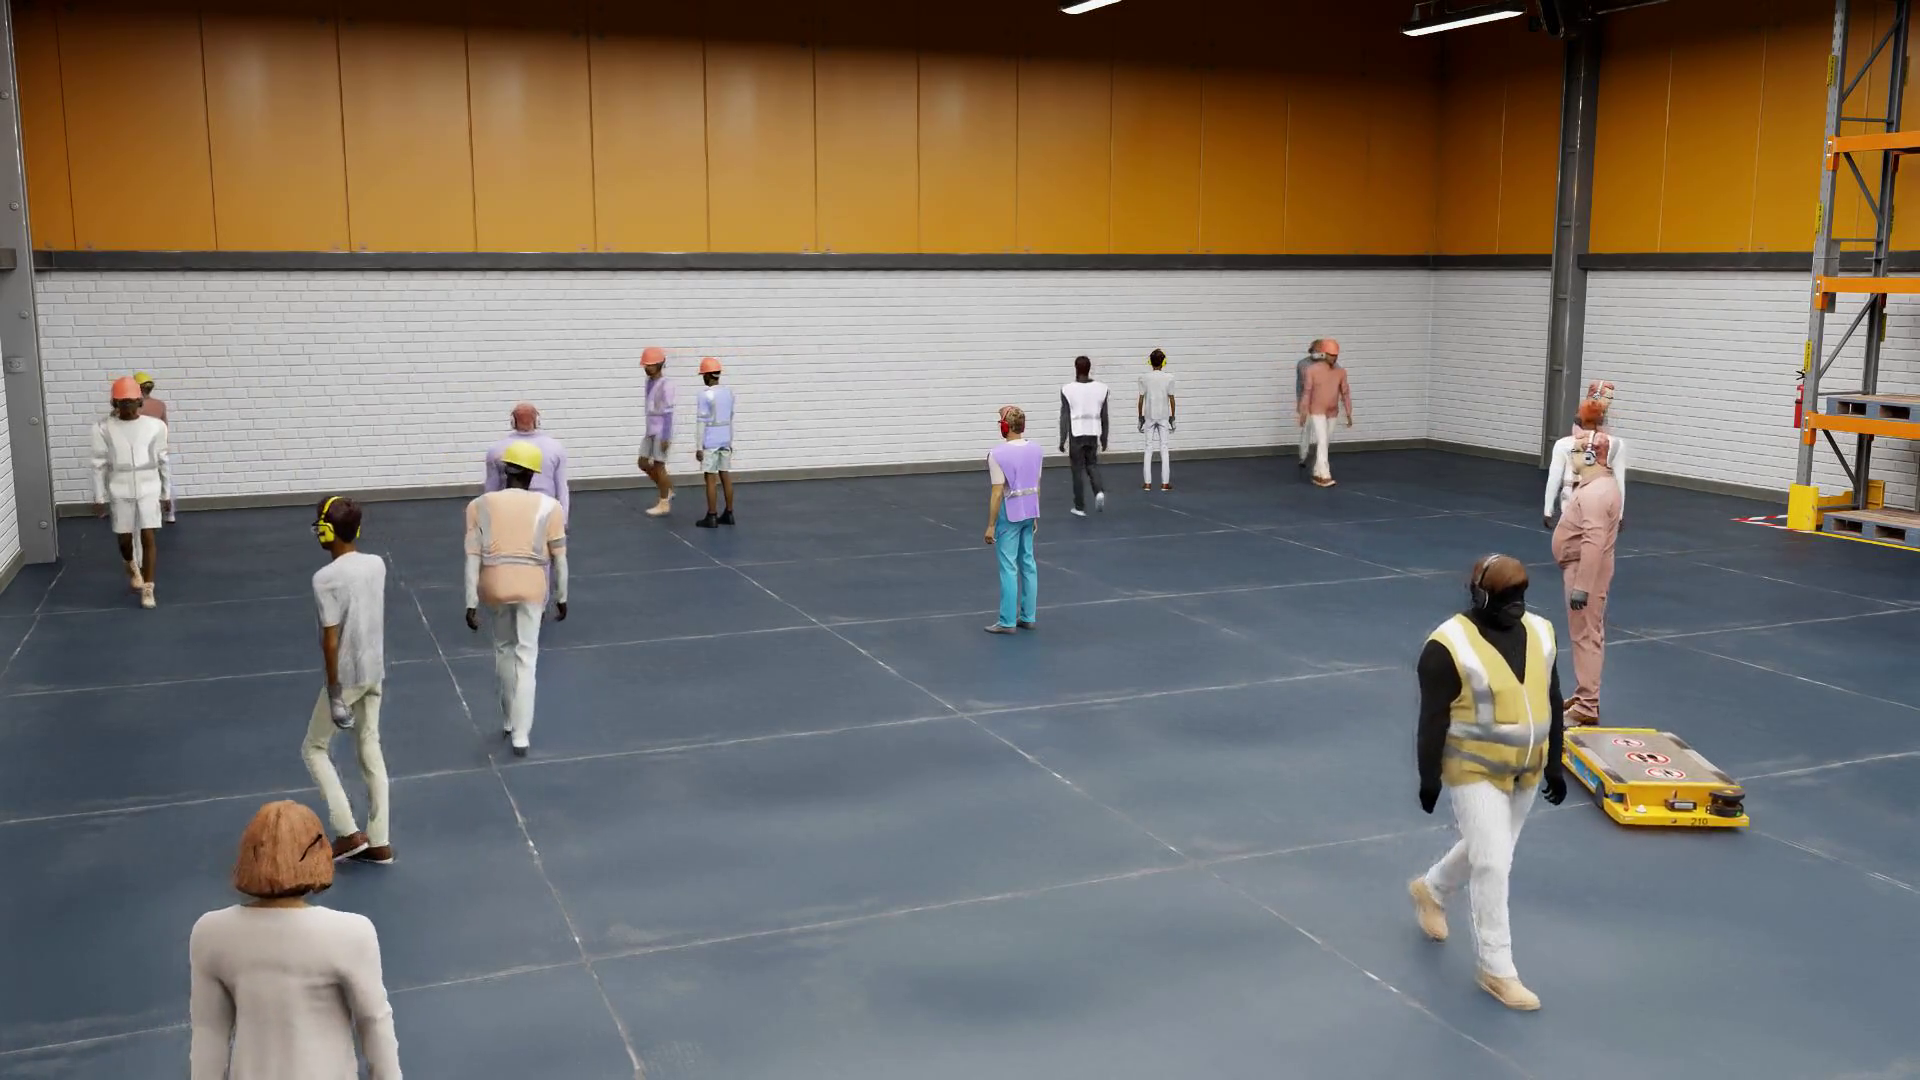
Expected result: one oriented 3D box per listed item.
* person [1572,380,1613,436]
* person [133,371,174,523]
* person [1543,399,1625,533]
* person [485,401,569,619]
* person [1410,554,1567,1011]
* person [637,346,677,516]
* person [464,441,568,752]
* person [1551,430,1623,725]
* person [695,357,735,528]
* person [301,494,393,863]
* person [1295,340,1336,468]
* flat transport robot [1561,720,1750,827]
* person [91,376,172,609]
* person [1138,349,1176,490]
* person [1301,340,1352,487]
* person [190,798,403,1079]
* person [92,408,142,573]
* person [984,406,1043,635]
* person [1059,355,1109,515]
[{"bbox_3d":[5.898,-0.533,15.494,0.409,1.903,0.639,4,10,23],"label":"person"},{"bbox_3d":[-9.246,-1.035,18.945,0.325,1.767,0.533,3,10,18],"label":"person"},{"bbox_3d":[5.187,-0.254,13.942,0.606,1.850,0.869,0,9,2],"label":"person"},{"bbox_3d":[-3.527,-0.195,13.568,0.656,1.867,0.969,-3,10,-19],"label":"person"},{"bbox_3d":[2.167,0.930,6.924,0.620,1.814,0.881,-4,10,-23],"label":"person"},{"bbox_3d":[-3.594,-1.273,19.619,0.445,2.017,0.644,-7,12,-37],"label":"person"},{"bbox_3d":[-2.741,0.336,10.308,0.604,1.873,0.887,-1,9,-8],"label":"person"},{"bbox_3d":[4.042,0.240,10.790,0.408,1.906,0.653,4,10,25],"label":"person"},{"bbox_3d":[-2.800,-1.106,18.876,0.378,1.927,0.565,6,11,34],"label":"person"},{"bbox_3d":[-3.025,0.693,8.217,0.502,1.853,0.523,5,10,25],"label":"person"},{"bbox_3d":[5.203,-1.996,24.391,0.653,1.877,1.020,5,10,27],"label":"person"},{"bbox_3d":[3.826,1.293,9.356,0.652,0.197,1.431,1,9,4],"label":"flat transport robot"},{"bbox_3d":[-7.249,-0.440,14.590,0.620,2.019,0.857,-5,10,-27],"label":"person"},{"bbox_3d":[2.601,-1.585,21.964,0.511,1.872,0.328,2,10,10],"label":"person"},{"bbox_3d":[4.962,-1.676,22.225,0.658,1.955,0.917,-3,10,-18],"label":"person"},{"bbox_3d":[-1.743,1.465,4.326,0.511,1.591,0.868,1,9,6],"label":"person"},{"bbox_3d":[-8.058,-0.471,16.029,0.525,1.596,0.836,-3,10,-16],"label":"person"},{"bbox_3d":[0.439,-0.154,13.363,0.389,1.847,0.566,9,13,44],"label":"person"},{"bbox_3d":[1.474,-1.228,19.687,0.591,1.908,0.480,-3,10,-19],"label":"person"}]
